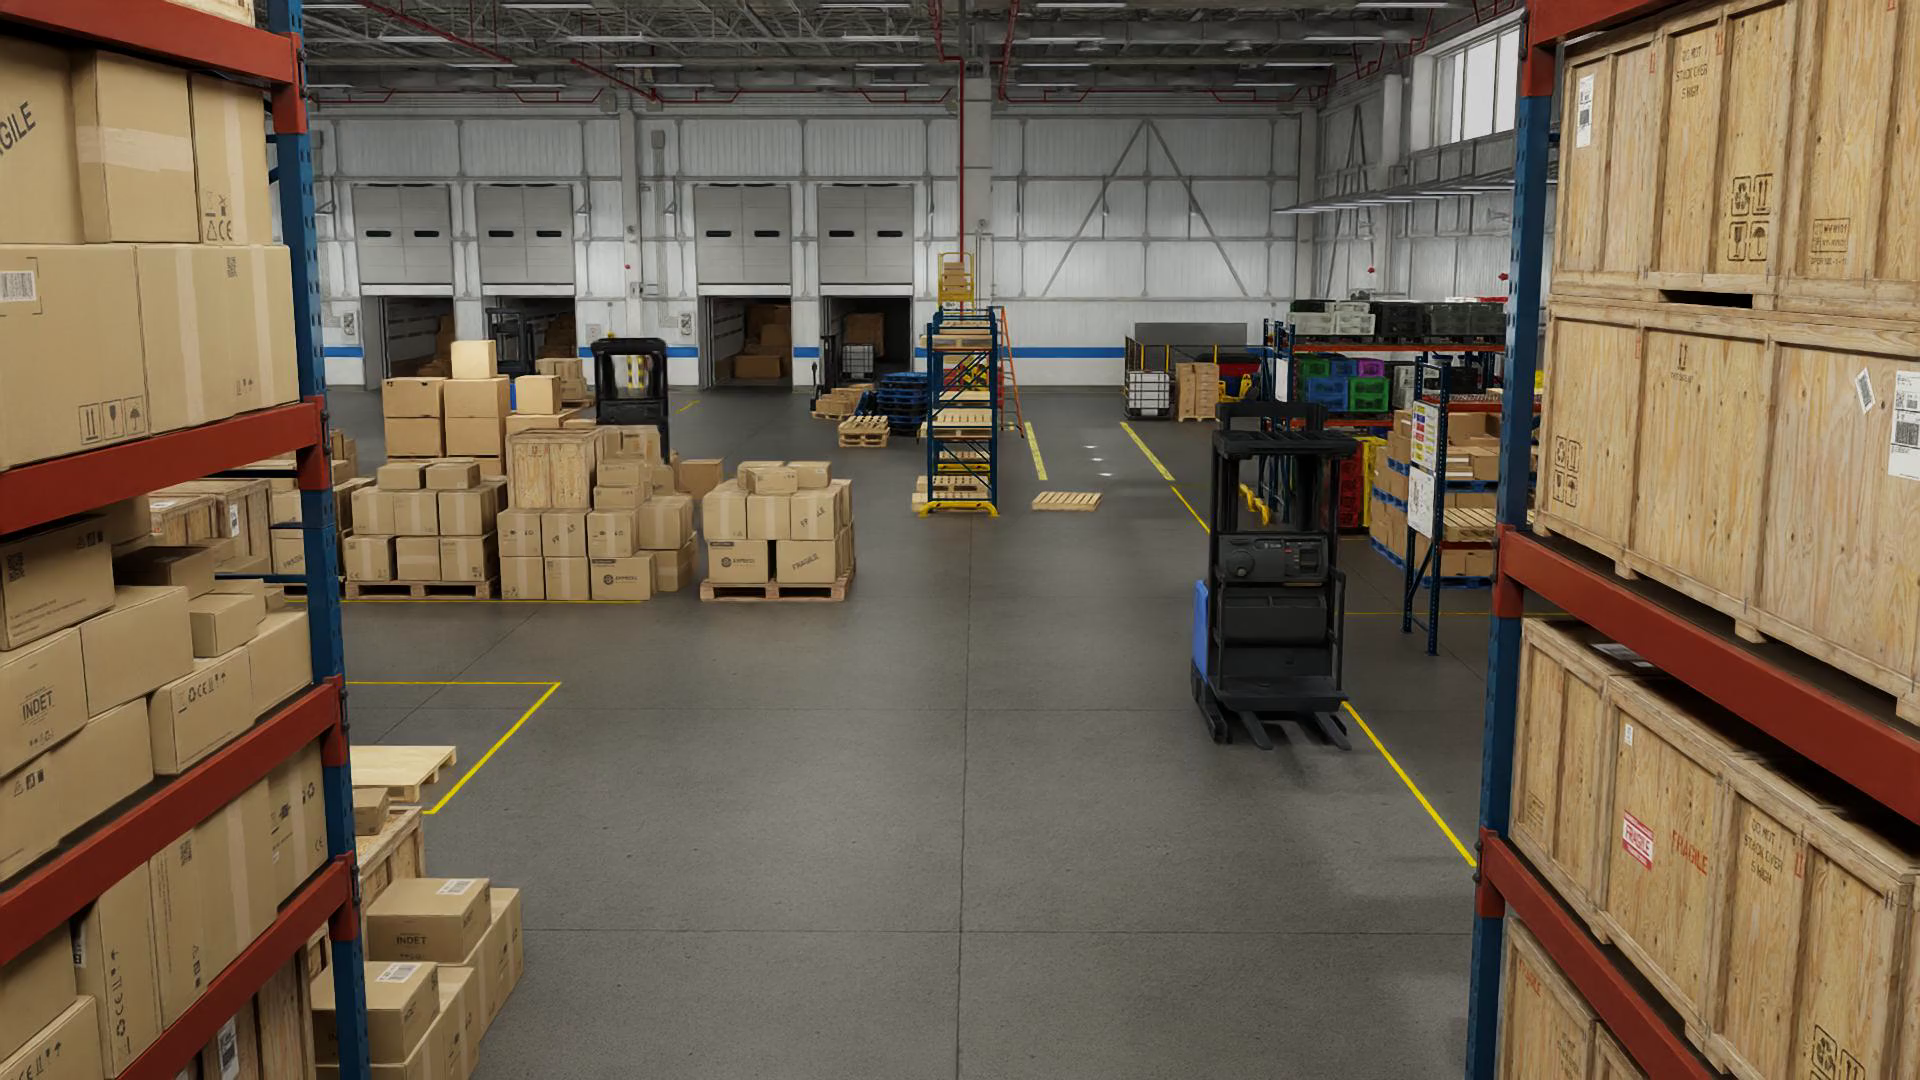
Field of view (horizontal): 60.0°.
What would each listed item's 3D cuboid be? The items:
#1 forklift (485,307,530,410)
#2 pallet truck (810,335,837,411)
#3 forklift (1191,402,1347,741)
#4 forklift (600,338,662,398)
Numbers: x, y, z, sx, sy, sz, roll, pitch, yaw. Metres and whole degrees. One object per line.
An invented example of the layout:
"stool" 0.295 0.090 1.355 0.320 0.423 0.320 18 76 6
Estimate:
"forklift" -10.754 -4.150 39.646 1.129 2.768 1.873 0 10 1
"pallet truck" -3.021 -4.312 43.126 1.885 1.965 0.823 3 10 17
"forklift" 2.698 0.179 14.668 1.129 2.768 1.873 0 10 1
"forklift" -5.031 -1.723 25.645 1.129 2.768 1.873 -2 10 -9
